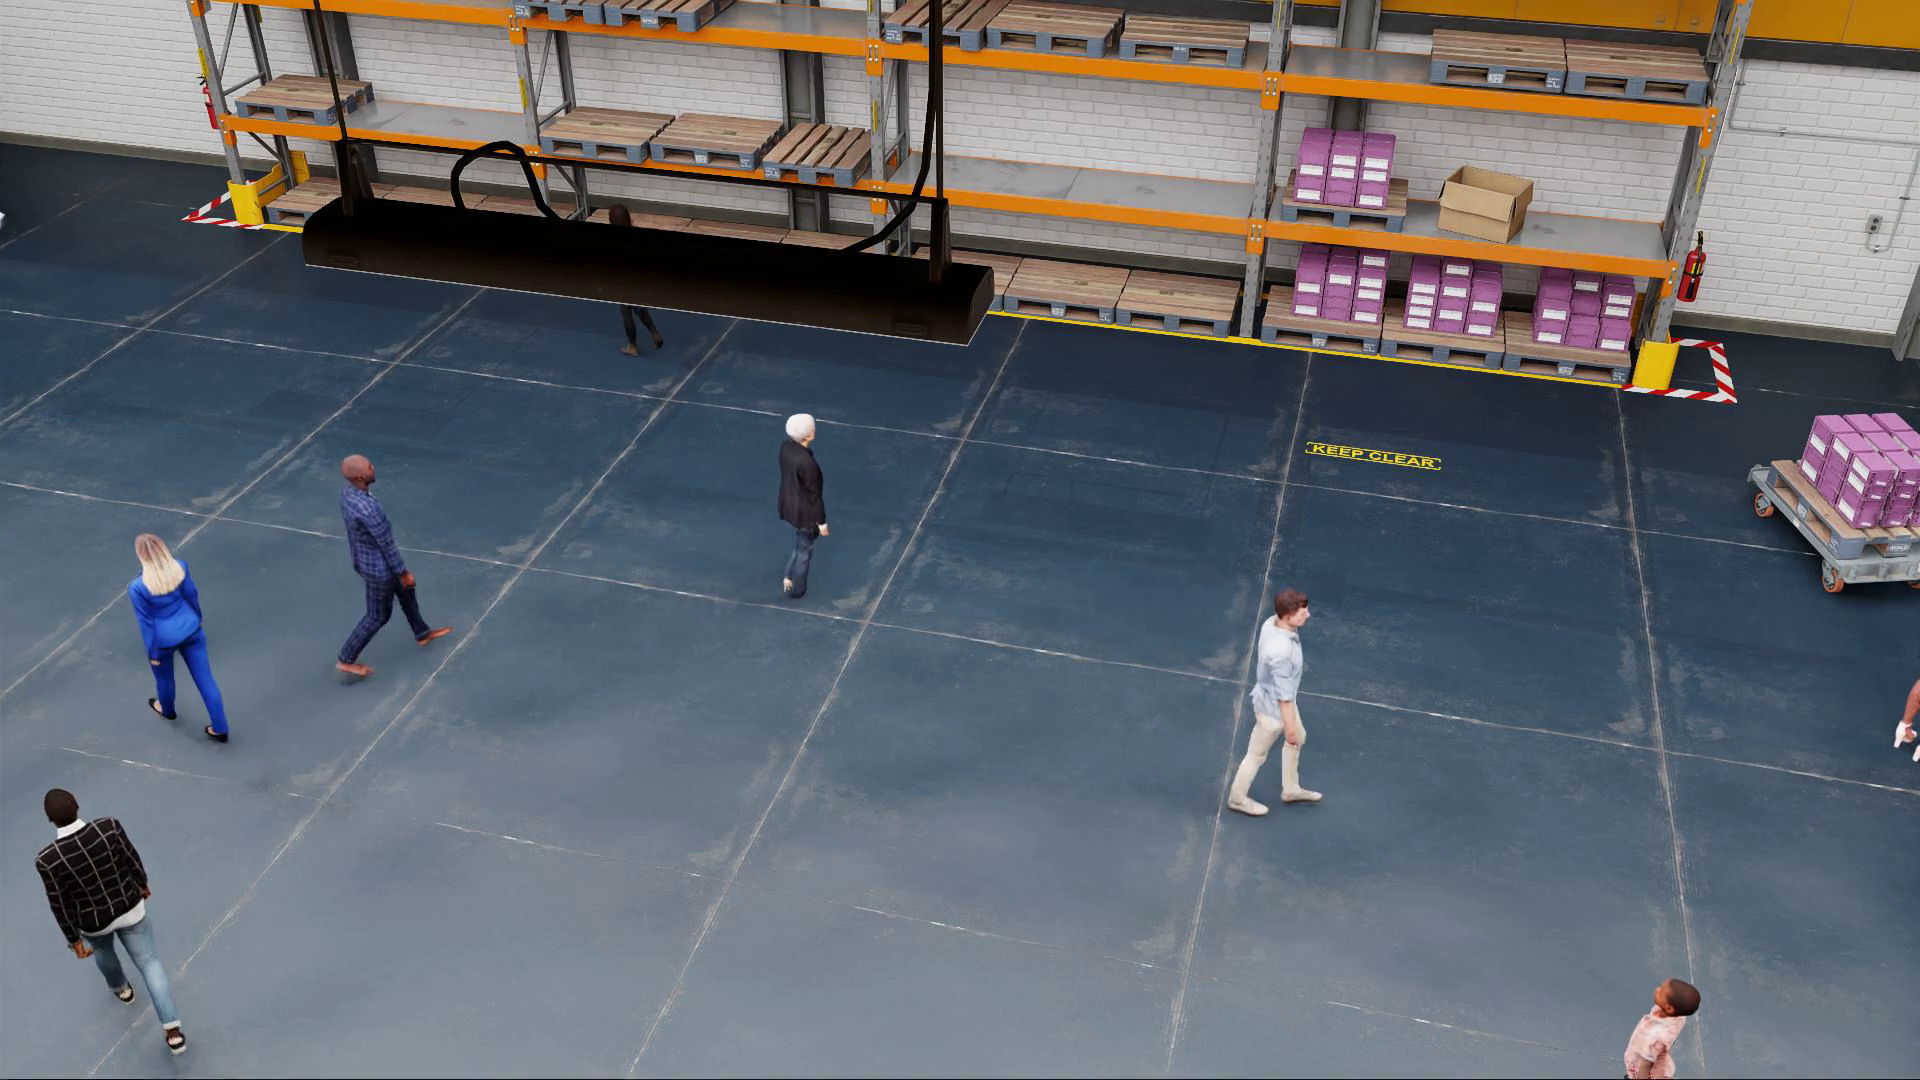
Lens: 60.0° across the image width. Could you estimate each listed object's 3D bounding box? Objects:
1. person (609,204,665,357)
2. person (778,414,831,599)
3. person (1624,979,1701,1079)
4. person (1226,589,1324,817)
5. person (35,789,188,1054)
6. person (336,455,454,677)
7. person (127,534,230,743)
[{"bbox_3d":[-3.245,-2.564,16.620,0.860,1.636,0.739,23,40,31],"label":"person"},{"bbox_3d":[-1.348,-0.180,13.177,0.837,1.774,0.867,-18,38,-25],"label":"person"},{"bbox_3d":[3.703,2.835,8.802,0.697,1.300,0.630,26,41,33],"label":"person"},{"bbox_3d":[1.980,1.079,10.966,0.883,1.828,0.688,6,34,9],"label":"person"},{"bbox_3d":[-4.754,2.158,9.380,1.137,1.787,1.283,-23,40,-30],"label":"person"},{"bbox_3d":[-4.379,0.215,12.303,1.202,1.787,1.159,-19,38,-26],"label":"person"},{"bbox_3d":[-5.422,0.733,11.629,1.106,1.670,0.898,23,40,30],"label":"person"}]
